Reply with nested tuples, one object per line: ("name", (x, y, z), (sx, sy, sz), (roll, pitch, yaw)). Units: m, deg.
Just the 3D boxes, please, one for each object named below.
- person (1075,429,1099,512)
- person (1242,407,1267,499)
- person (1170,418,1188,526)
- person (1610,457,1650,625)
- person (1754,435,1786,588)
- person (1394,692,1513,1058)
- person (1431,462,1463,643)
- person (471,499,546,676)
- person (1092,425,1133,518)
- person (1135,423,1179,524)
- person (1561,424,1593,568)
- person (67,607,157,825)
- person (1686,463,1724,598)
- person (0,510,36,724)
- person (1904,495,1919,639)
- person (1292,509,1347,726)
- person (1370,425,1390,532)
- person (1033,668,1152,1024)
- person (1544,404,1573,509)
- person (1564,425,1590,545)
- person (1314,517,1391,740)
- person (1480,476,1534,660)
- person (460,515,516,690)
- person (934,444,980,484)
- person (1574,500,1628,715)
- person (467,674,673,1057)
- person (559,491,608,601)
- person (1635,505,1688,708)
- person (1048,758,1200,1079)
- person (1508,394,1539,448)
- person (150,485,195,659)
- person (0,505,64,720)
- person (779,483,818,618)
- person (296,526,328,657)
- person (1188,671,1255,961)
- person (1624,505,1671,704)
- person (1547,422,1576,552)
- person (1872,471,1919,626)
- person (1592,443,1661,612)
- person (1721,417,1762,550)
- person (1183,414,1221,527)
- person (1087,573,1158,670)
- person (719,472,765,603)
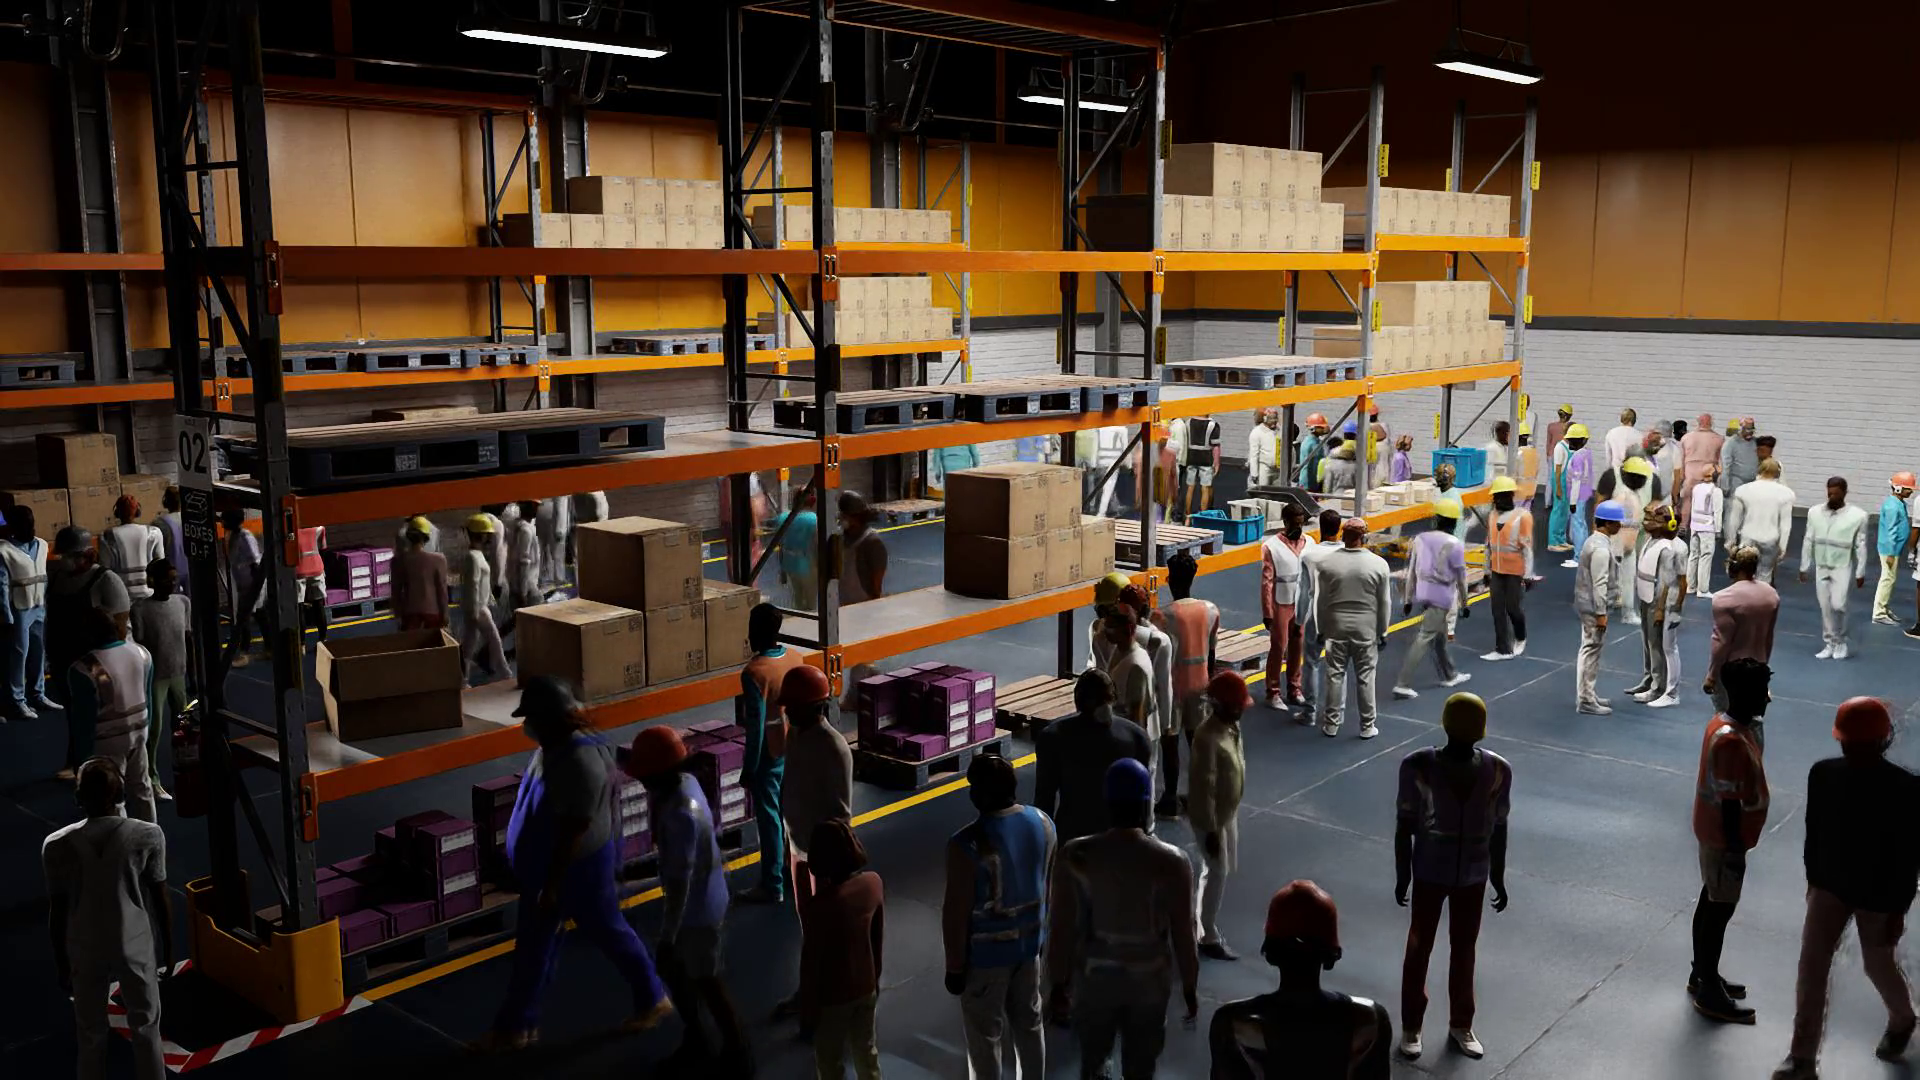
("person", (2.019, -1.318, 26.995), (0.525, 1.760, 0.340), (1, 10, 5))
("person", (4.602, -1.171, 25.910), (0.455, 1.846, 0.679), (-1, 10, -3))
("person", (3.286, -1.177, 25.450), (0.377, 1.995, 0.612), (0, 10, 1))
("person", (7.443, 0.017, 18.636), (0.513, 1.943, 0.620), (8, 12, 40))
("person", (9.979, -0.332, 20.567), (0.453, 1.942, 0.673), (8, 13, 41))
("person", (2.516, 1.700, 8.502), (0.585, 1.918, 0.381), (0, 10, 1))
("person", (5.184, 0.133, 17.792), (0.379, 1.940, 0.629), (2, 10, 14))
("person", (-4.347, 0.418, 16.259), (0.876, 1.895, 0.541), (-5, 11, -26))
("person", (2.407, -1.198, 26.063), (0.603, 1.827, 1.004), (7, 12, 35))
("person", (2.557, -0.602, 22.183), (0.609, 1.957, 0.936), (-7, 12, -35))
("person", (8.214, -0.589, 22.186), (0.394, 1.918, 0.592), (5, 11, 29))
("person", (-5.553, 1.341, 10.882), (0.430, 1.841, 0.624), (3, 10, 17))
("person", (9.035, -0.111, 20.176), (0.315, 1.635, 0.518), (-2, 10, -10))
("person", (-8.526, 0.645, 14.704), (0.385, 1.948, 0.615), (3, 10, 17))
("person", (10.531, 0.103, 17.935), (0.610, 1.958, 0.367), (0, 10, 0))
("person", (3.234, 0.685, 14.609), (0.599, 1.905, 0.391), (-2, 10, -13))
("person", (6.329, -0.924, 25.050), (0.344, 1.630, 0.637), (9, 13, 43))
("person", (0.708, 1.625, 8.883), (0.636, 1.938, 0.358), (0, 10, -3))
("person", (9.826, -1.345, 27.186), (0.341, 1.753, 0.532), (-8, 12, -38))
("person", (8.787, -0.764, 23.692), (0.528, 1.759, 0.341), (-6, 11, -31))
("person", (3.342, 0.754, 14.187), (0.640, 1.909, 0.409), (3, 10, 17))
("person", (5.625, 0.296, 16.996), (0.629, 1.880, 0.662), (-5, 11, -29))
("person", (-4.325, 0.626, 15.425), (0.812, 1.738, 0.539), (-3, 10, -18))
("person", (-0.042, -1.050, 25.058), (0.667, 1.883, 0.734), (3, 10, 20))
("person", (5.758, 0.602, 15.001), (0.419, 1.939, 0.607), (3, 10, 16))
("person", (-2.006, 1.622, 8.600), (1.054, 2.000, 0.687), (-7, 12, -35))
("person", (-4.132, 0.024, 18.696), (0.673, 1.856, 0.520), (-2, 10, -11))
("person", (6.454, 0.603, 15.208), (0.309, 1.864, 0.535), (0, 10, 2))
("person", (0.716, 1.908, 7.252), (0.654, 1.916, 0.520), (2, 10, 9))
("person", (9.379, -1.504, 27.771), (0.568, 1.878, 0.350), (-4, 10, -20))
("person", (-7.826, 0.368, 16.704), (0.508, 1.839, 0.342), (-8, 12, -39))
("person", (-8.362, 0.633, 14.873), (0.370, 1.916, 0.597), (2, 10, 11))
("person", (-1.588, 0.341, 16.905), (0.565, 1.829, 0.436), (7, 12, 37))
("person", (-6.791, 0.358, 17.187), (0.320, 1.692, 0.532), (8, 12, 40))
("person", (1.520, 1.603, 9.730), (0.415, 1.738, 0.599), (5, 11, 28))
("person", (6.425, 0.589, 15.349), (0.373, 1.843, 0.572), (1, 10, 9))
("person", (8.490, -0.750, 23.375), (0.349, 1.839, 0.504), (8, 12, 39))
("person", (10.484, 0.091, 18.645), (0.353, 1.739, 0.574), (6, 11, 34))
("person", (7.790, -0.182, 19.372), (0.712, 2.000, 1.018), (1, 10, 6))
("person", (11.019, -0.785, 23.430), (0.648, 1.895, 0.402), (-3, 10, -19))
("person", (3.692, -1.186, 25.421), (0.612, 2.029, 0.409), (5, 11, 28))
("person", (1.127, 1.167, 11.706), (0.590, 1.914, 0.400), (8, 13, 40))
("person", (-2.574, -0.254, 19.799), (0.536, 2.000, 0.716), (-7, 12, -36))
